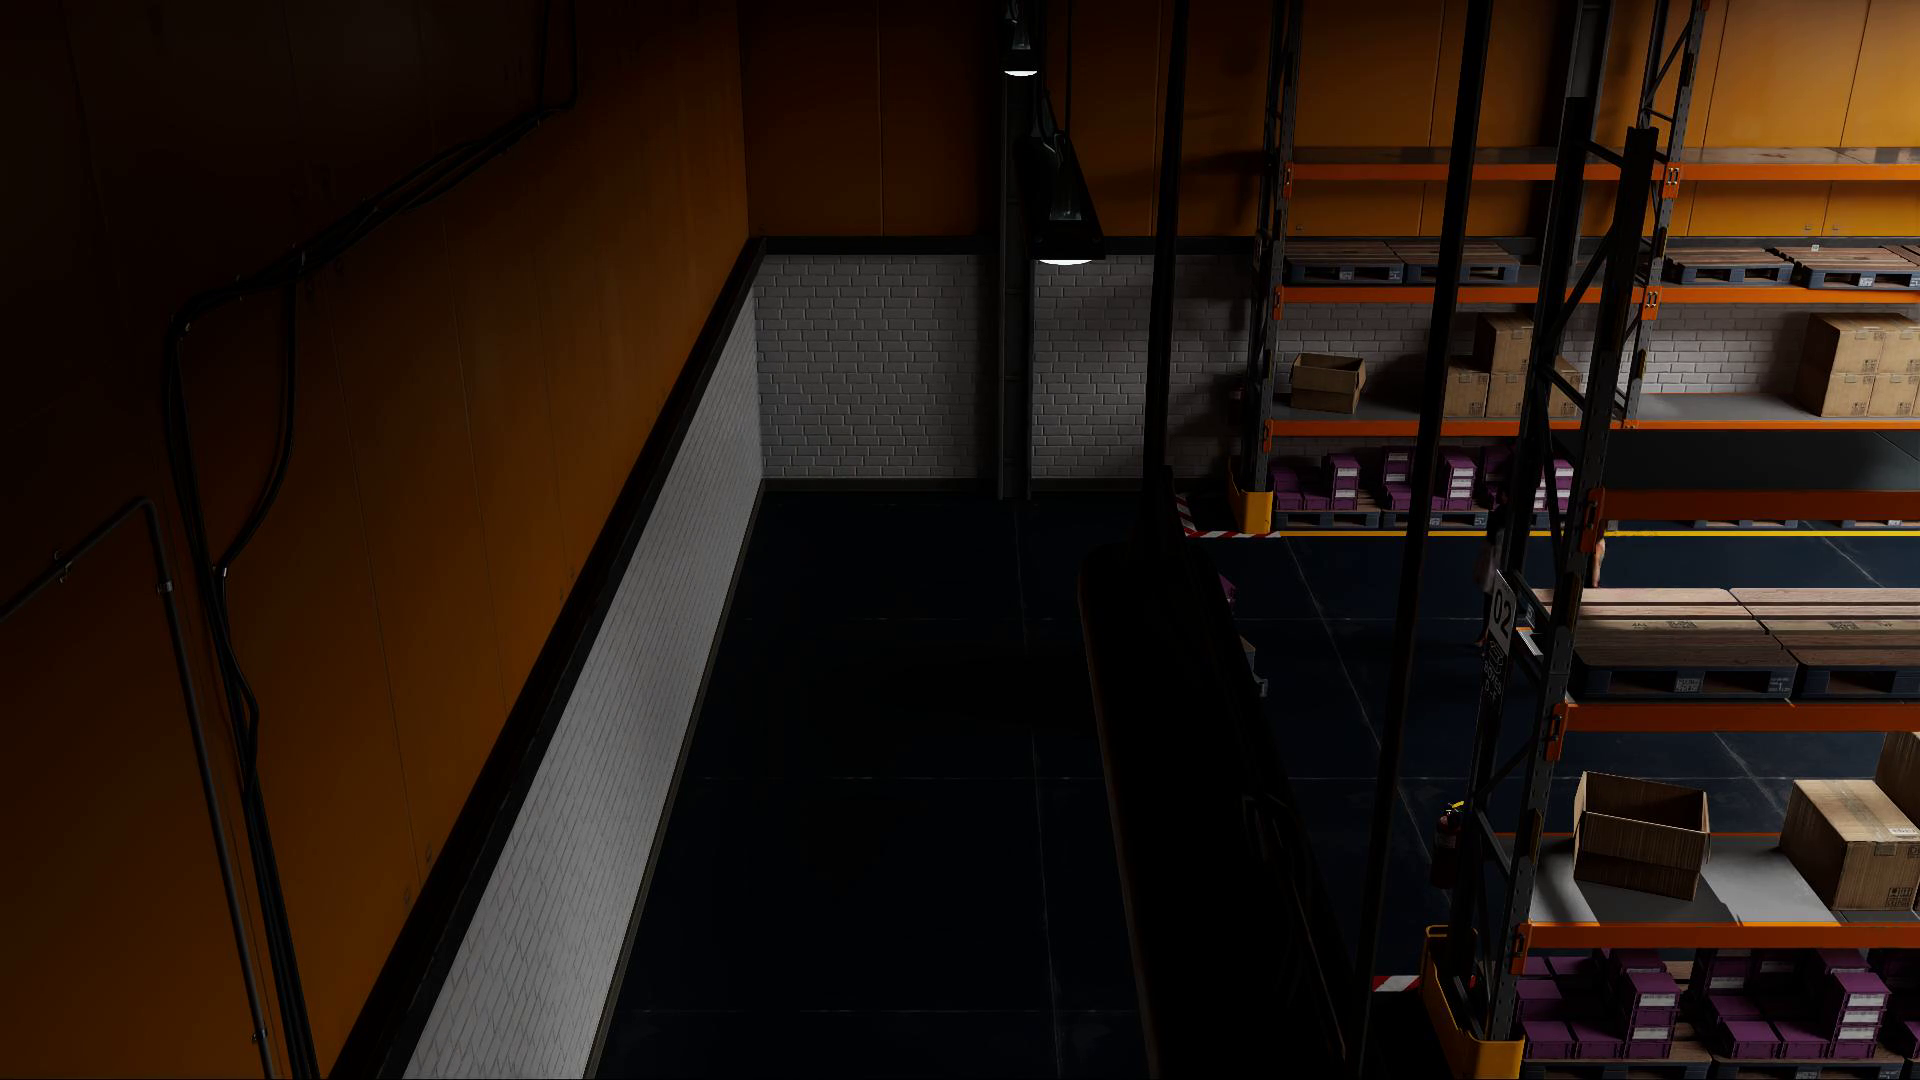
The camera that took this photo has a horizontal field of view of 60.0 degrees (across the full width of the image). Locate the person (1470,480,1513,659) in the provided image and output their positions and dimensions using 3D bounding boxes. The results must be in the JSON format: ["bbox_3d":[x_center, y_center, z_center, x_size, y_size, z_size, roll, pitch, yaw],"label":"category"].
[{"bbox_3d":[5.062,0.263,15.657,0.662,1.774,0.672,-3,24,-6],"label":"person"}]
